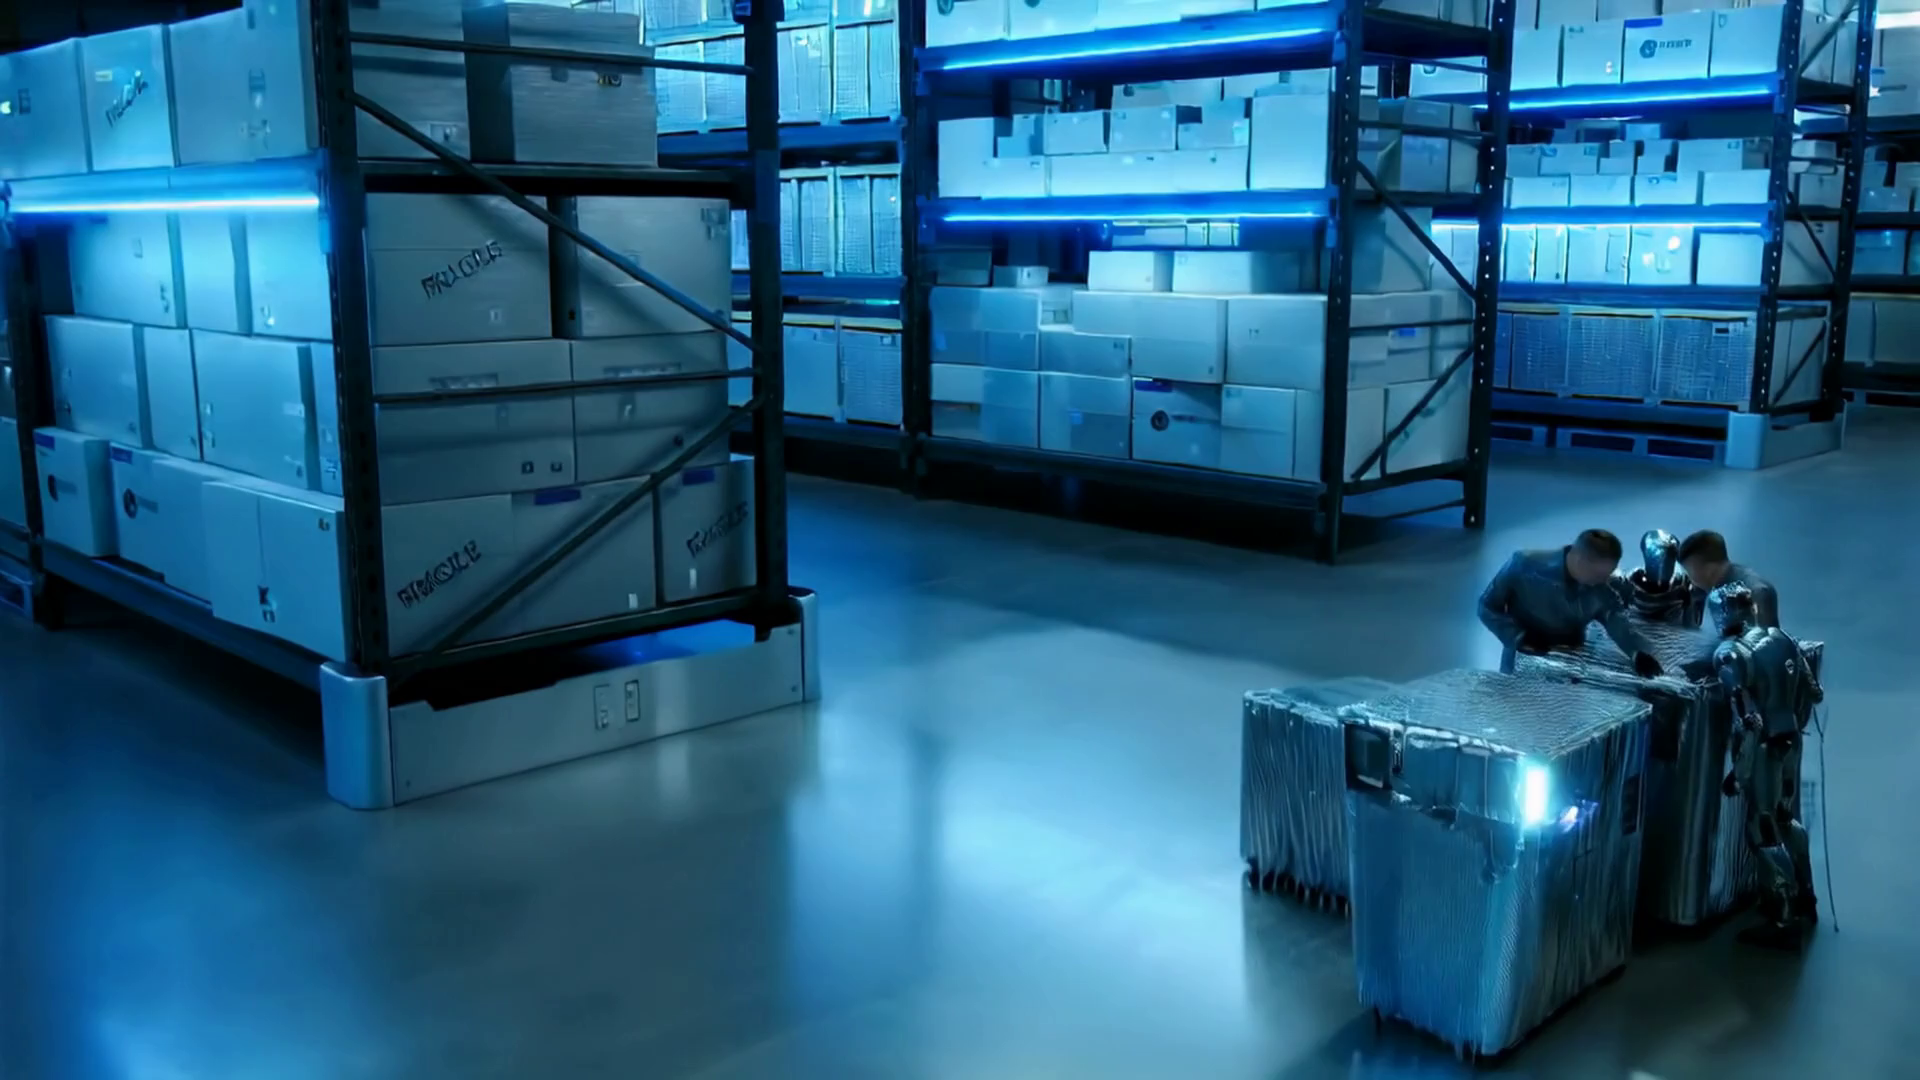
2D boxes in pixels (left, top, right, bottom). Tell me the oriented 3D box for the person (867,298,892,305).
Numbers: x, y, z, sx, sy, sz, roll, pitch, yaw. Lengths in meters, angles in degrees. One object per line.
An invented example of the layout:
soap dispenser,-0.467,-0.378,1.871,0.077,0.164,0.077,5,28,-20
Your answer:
person,-1.071,-2.796,21.670,0.367,1.935,0.552,4,11,19
